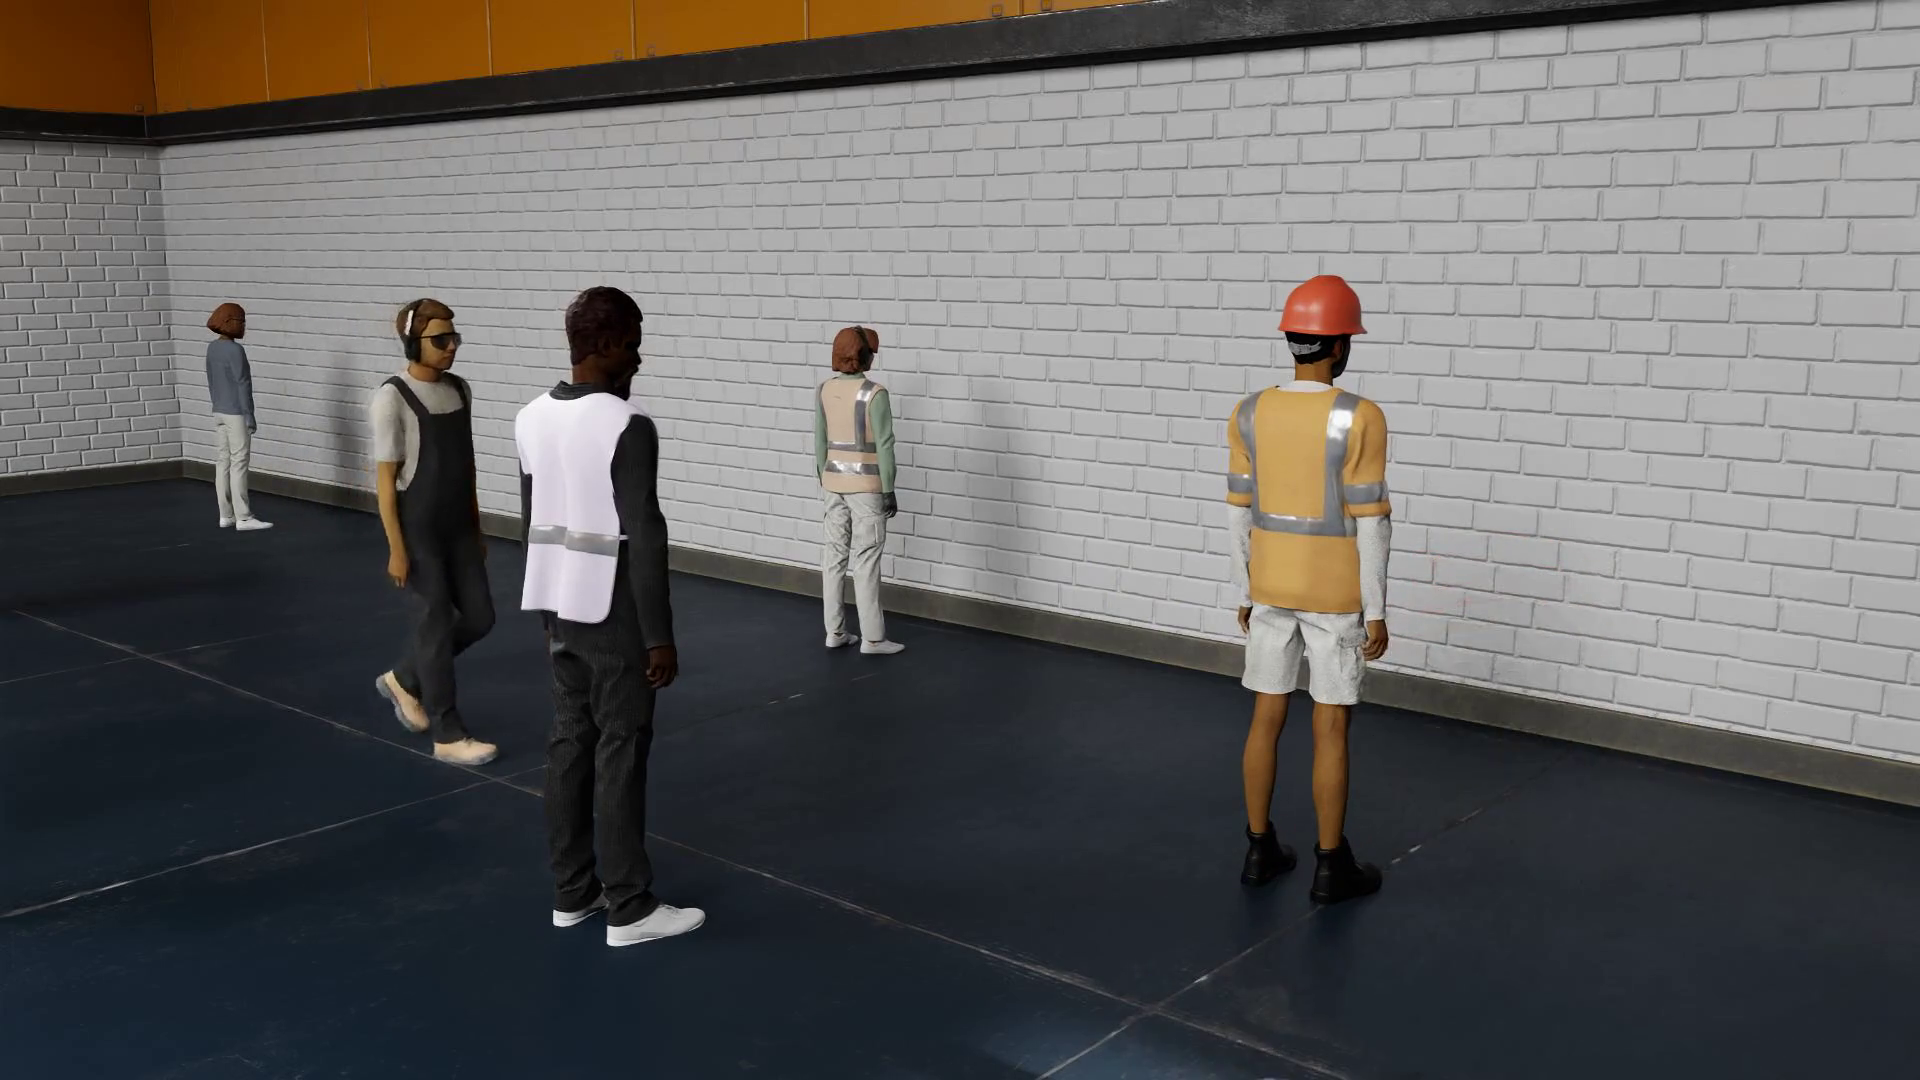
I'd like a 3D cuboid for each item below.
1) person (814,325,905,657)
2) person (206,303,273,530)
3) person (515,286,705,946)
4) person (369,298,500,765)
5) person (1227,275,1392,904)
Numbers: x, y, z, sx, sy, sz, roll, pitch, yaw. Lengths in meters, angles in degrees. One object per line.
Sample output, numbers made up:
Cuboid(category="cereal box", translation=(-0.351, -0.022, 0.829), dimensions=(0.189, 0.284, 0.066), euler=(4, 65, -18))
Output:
Cuboid(category="person", translation=(-0.517, -0.240, 8.284), dimensions=(0.514, 1.642, 0.311), euler=(9, 13, 40))
Cuboid(category="person", translation=(-5.226, -0.887, 11.988), dimensions=(0.499, 1.633, 0.278), euler=(9, 13, 40))
Cuboid(category="person", translation=(-1.053, 0.228, 4.851), dimensions=(0.588, 1.913, 0.390), euler=(9, 13, 40))
Cuboid(category="person", translation=(-2.093, -0.027, 6.531), dimensions=(0.537, 1.835, 0.538), euler=(4, 11, 22))
Cuboid(category="person", translation=(1.093, 0.156, 5.180), dimensions=(0.543, 1.939, 0.362), euler=(9, 13, 40))
